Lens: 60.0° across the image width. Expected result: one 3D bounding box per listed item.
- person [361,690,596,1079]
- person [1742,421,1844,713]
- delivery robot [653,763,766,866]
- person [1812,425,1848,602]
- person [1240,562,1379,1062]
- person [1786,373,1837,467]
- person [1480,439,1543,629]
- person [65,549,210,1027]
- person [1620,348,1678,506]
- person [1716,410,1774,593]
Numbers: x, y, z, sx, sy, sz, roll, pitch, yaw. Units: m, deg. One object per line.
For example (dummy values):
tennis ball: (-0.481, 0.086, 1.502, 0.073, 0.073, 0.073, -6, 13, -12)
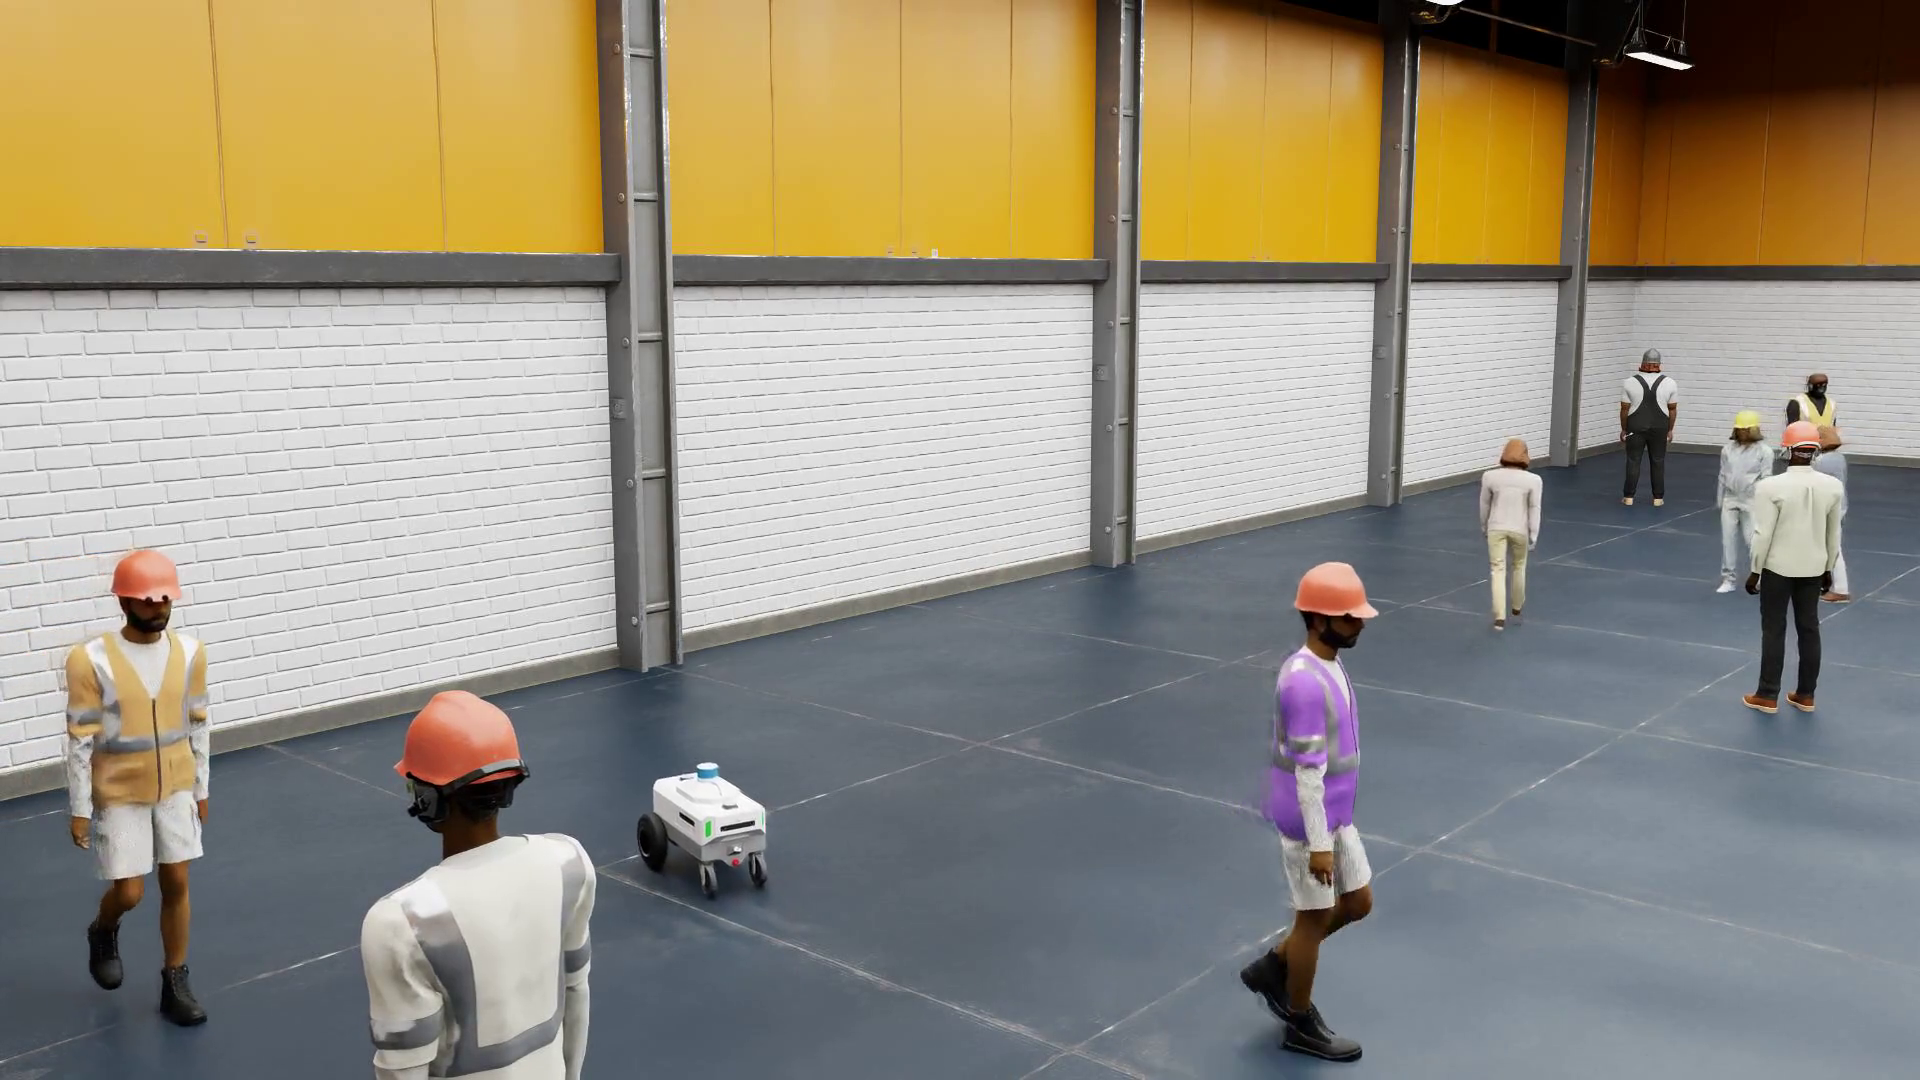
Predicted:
person: (-1.115, 1.352, 3.862, 0.370, 2.044, 0.608, 6, 11, 32)
person: (5.658, 0.188, 11.319, 0.622, 1.993, 0.382, -1, 9, -6)
delivery robot: (-1.246, 1.350, 8.239, 0.477, 0.478, 0.707, -6, 11, -32)
person: (7.965, -0.246, 15.301, 0.502, 1.594, 0.594, -7, 12, -39)
person: (1.343, 1.029, 6.269, 0.441, 1.922, 0.553, 5, 10, 27)
person: (10.112, -1.069, 19.751, 0.630, 1.827, 0.454, 0, 9, -1)
person: (4.688, -0.068, 14.201, 0.503, 1.588, 0.830, 3, 10, 19)
person: (-3.270, 0.973, 6.615, 0.599, 1.922, 0.578, 8, 12, 40)
person: (8.900, -1.465, 21.555, 0.687, 2.000, 0.538, 3, 10, 18)
person: (7.369, -0.359, 15.608, 0.504, 1.731, 0.484, -8, 12, -42)
